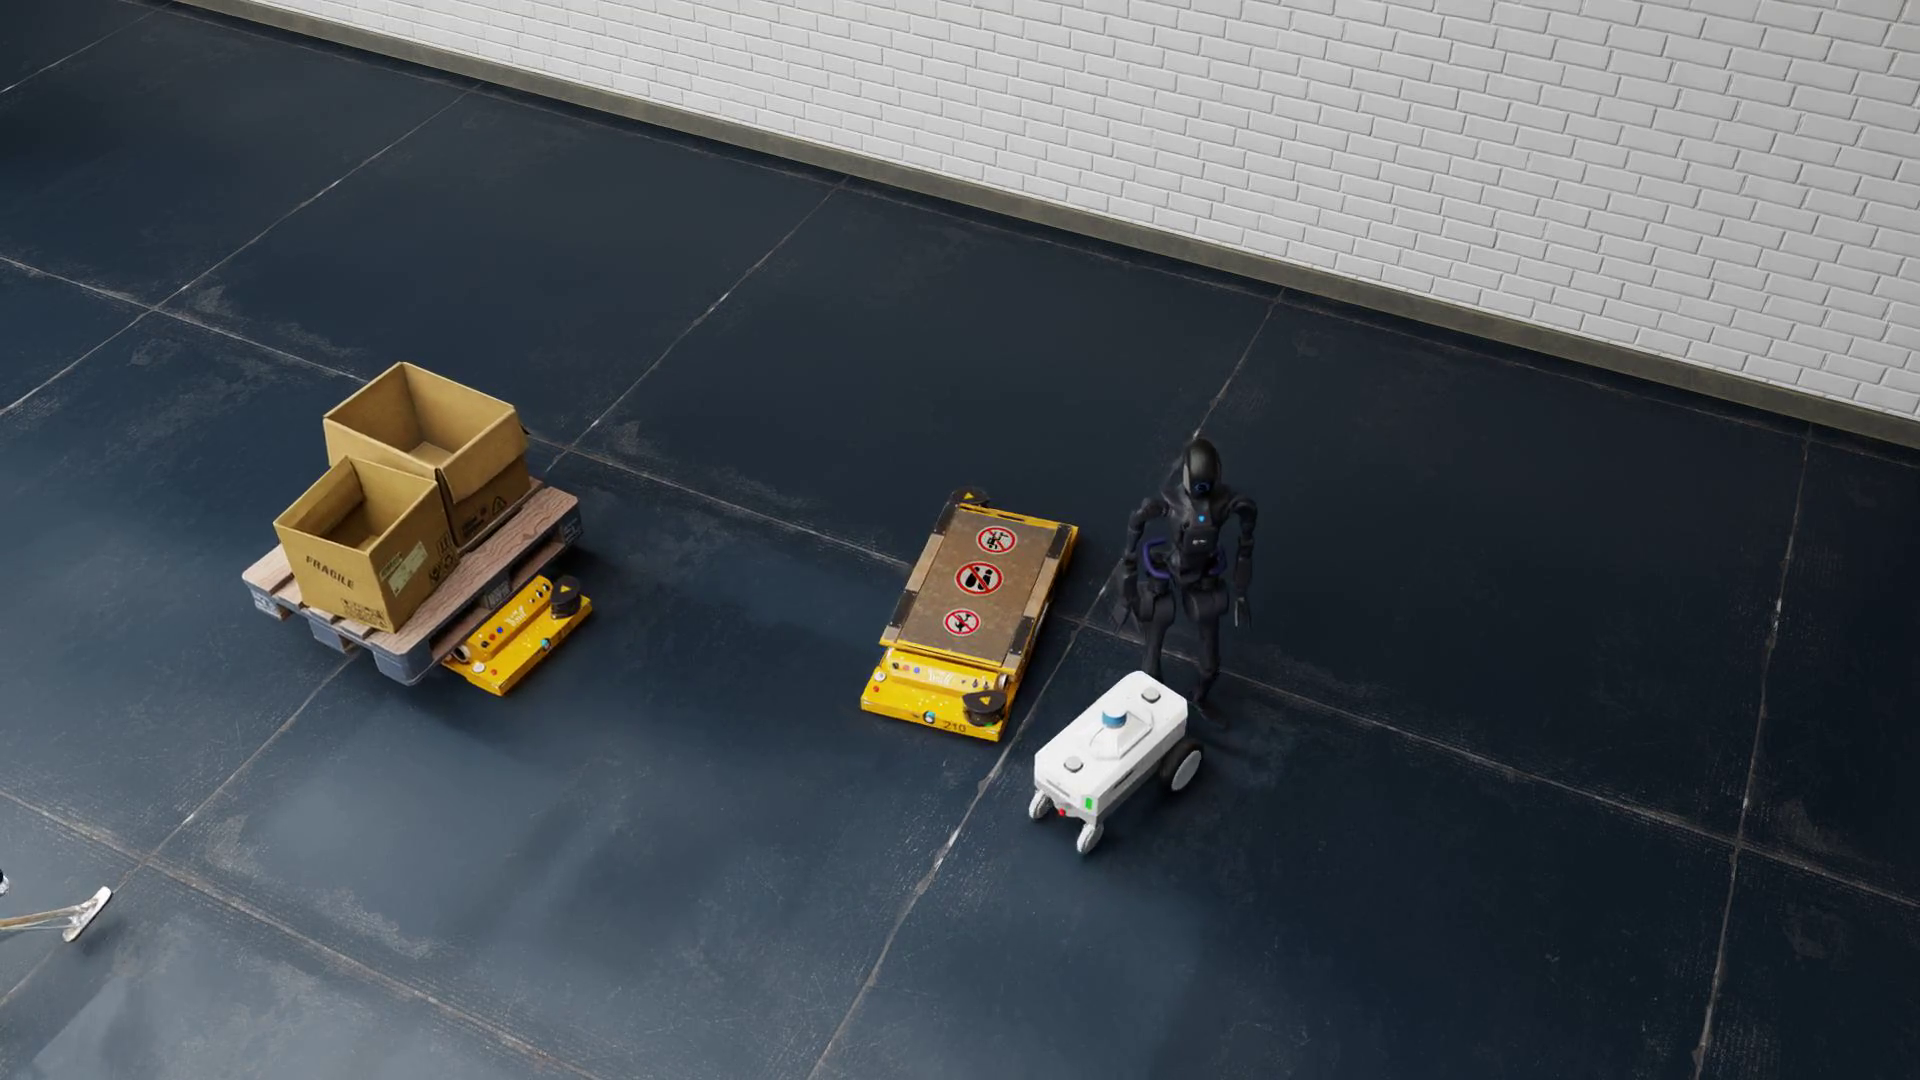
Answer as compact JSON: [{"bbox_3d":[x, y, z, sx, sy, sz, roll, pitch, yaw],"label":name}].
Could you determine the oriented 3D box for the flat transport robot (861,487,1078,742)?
[{"bbox_3d":[0.074,0.317,7.913,0.659,0.231,1.431,12,44,13],"label":"flat transport robot"}]

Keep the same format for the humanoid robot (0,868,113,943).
[{"bbox_3d":[-3.738,1.173,5.929,0.536,1.734,1.027,30,51,28],"label":"humanoid robot"}]

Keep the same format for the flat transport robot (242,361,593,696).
[{"bbox_3d":[-2.540,0.222,8.015,1.431,0.231,0.659,22,47,22],"label":"flat transport robot"}]

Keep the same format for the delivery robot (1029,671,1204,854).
[{"bbox_3d":[0.645,0.899,7.061,0.499,0.576,0.768,32,52,30],"label":"delivery robot"}]

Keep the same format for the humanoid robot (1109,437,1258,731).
[{"bbox_3d":[0.938,0.212,6.983,0.609,1.645,0.307,-5,43,-5],"label":"humanoid robot"}]
